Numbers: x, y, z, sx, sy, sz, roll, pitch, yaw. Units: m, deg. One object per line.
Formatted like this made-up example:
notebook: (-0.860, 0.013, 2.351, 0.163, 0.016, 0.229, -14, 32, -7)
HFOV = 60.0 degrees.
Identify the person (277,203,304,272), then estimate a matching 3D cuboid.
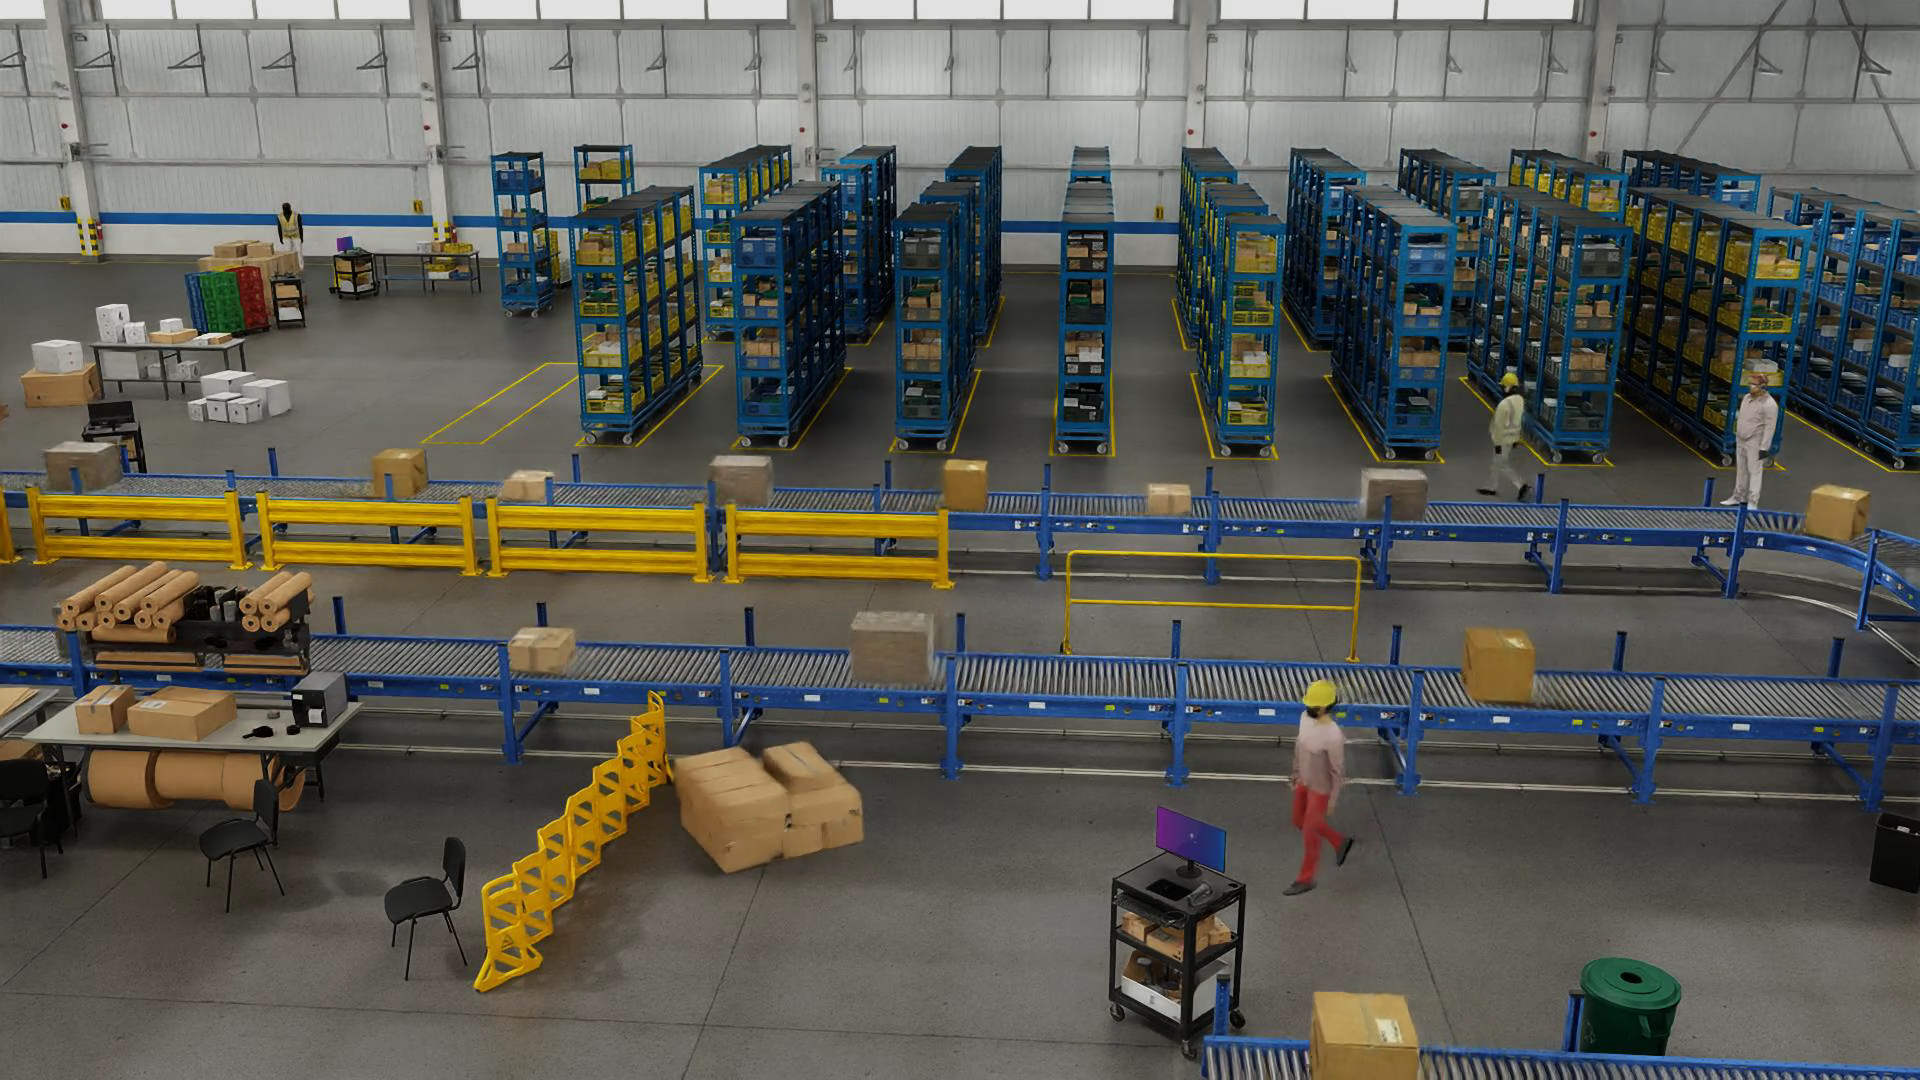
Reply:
person: (-17.679, -7.995, 43.944, 0.630, 1.831, 0.429, -3, 18, -10)

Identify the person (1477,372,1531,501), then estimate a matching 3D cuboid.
person: (7.642, -1.425, 23.122, 0.746, 1.811, 0.599, 15, 23, 40)

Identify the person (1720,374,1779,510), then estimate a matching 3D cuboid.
person: (10.764, -1.328, 22.651, 0.402, 1.911, 0.638, -3, 18, -10)

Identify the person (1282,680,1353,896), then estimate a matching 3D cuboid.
person: (2.784, 1.867, 12.767, 0.606, 1.747, 0.537, -6, 18, -18)
